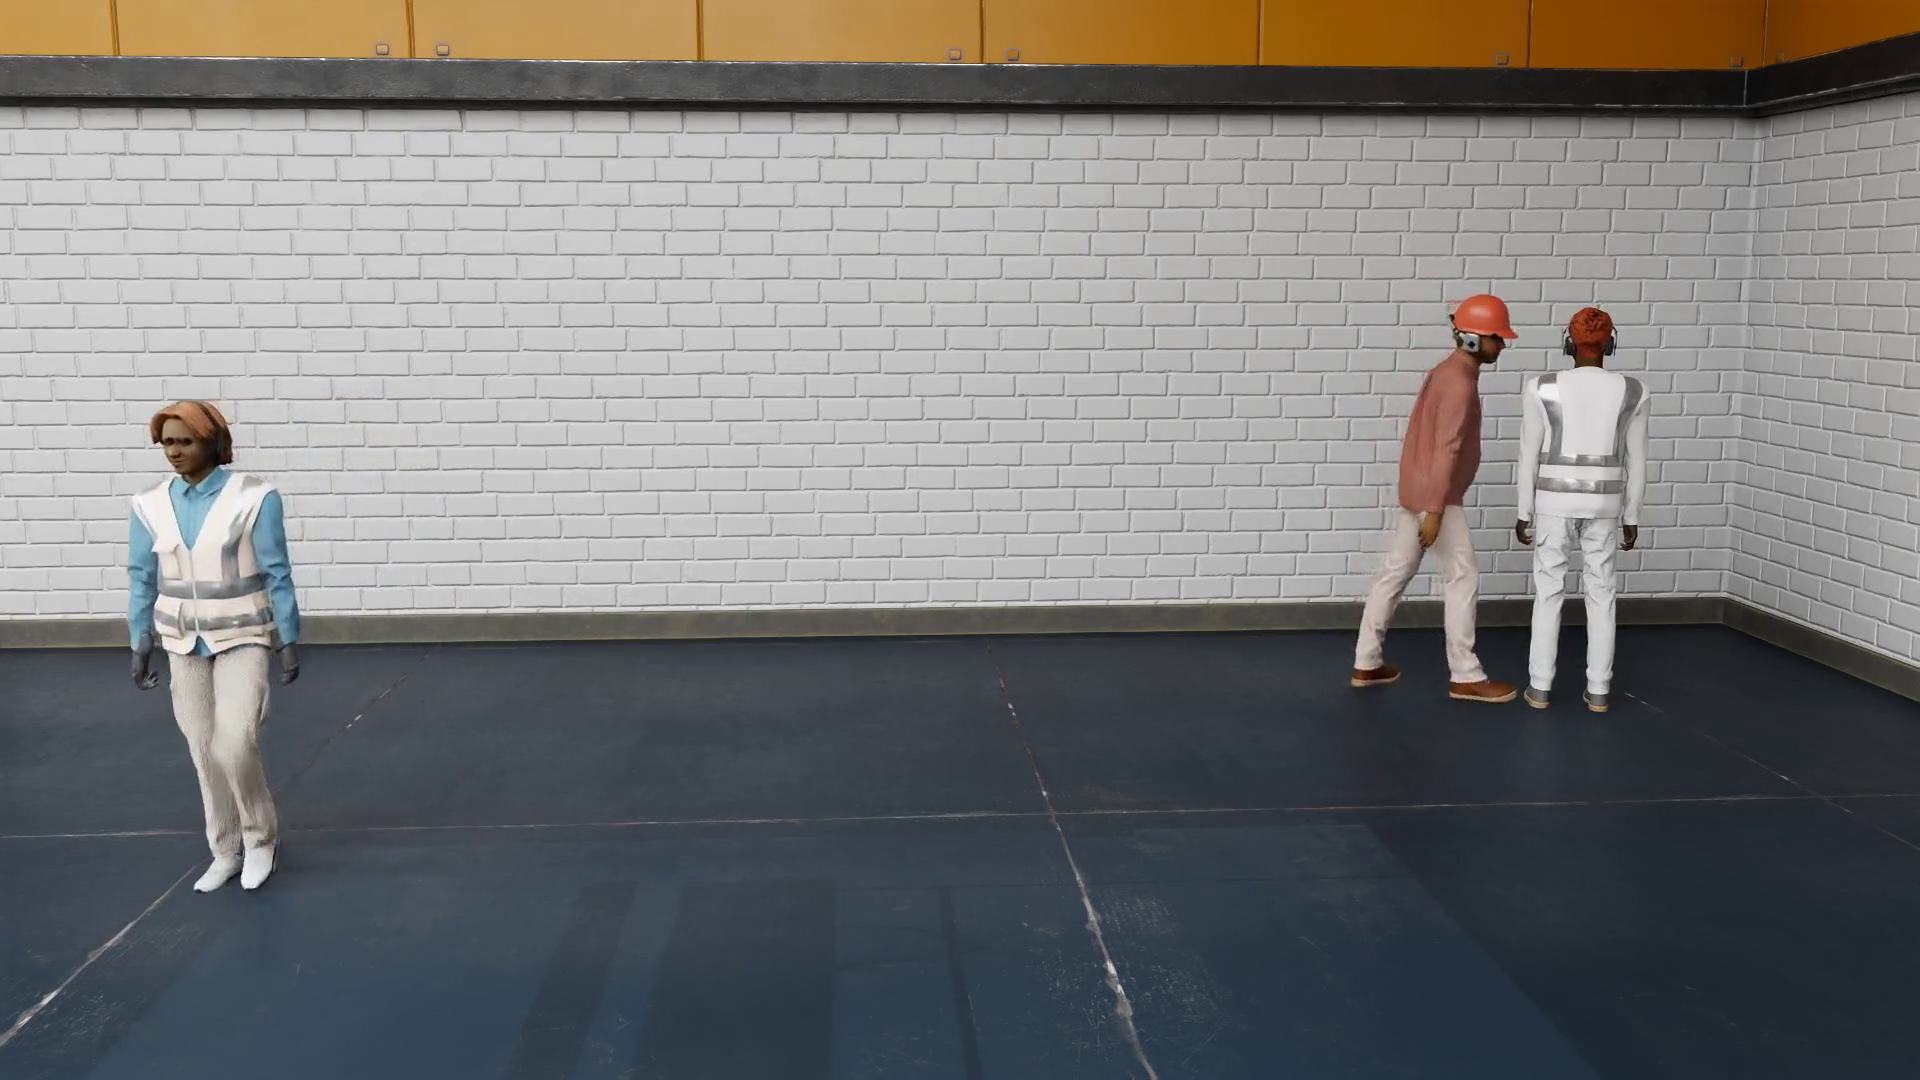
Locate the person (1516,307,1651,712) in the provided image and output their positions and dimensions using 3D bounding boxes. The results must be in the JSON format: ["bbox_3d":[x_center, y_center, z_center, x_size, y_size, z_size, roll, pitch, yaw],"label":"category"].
[{"bbox_3d":[2.881,-0.134,7.731,0.568,1.878,0.350,2,9,9],"label":"person"}]

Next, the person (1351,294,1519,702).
[{"bbox_3d":[2.274,-0.195,7.962,0.752,1.943,0.635,1,9,5],"label":"person"}]

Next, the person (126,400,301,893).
[{"bbox_3d":[-2.429,0.360,5.390,0.549,1.622,0.405,1,9,6],"label":"person"}]
